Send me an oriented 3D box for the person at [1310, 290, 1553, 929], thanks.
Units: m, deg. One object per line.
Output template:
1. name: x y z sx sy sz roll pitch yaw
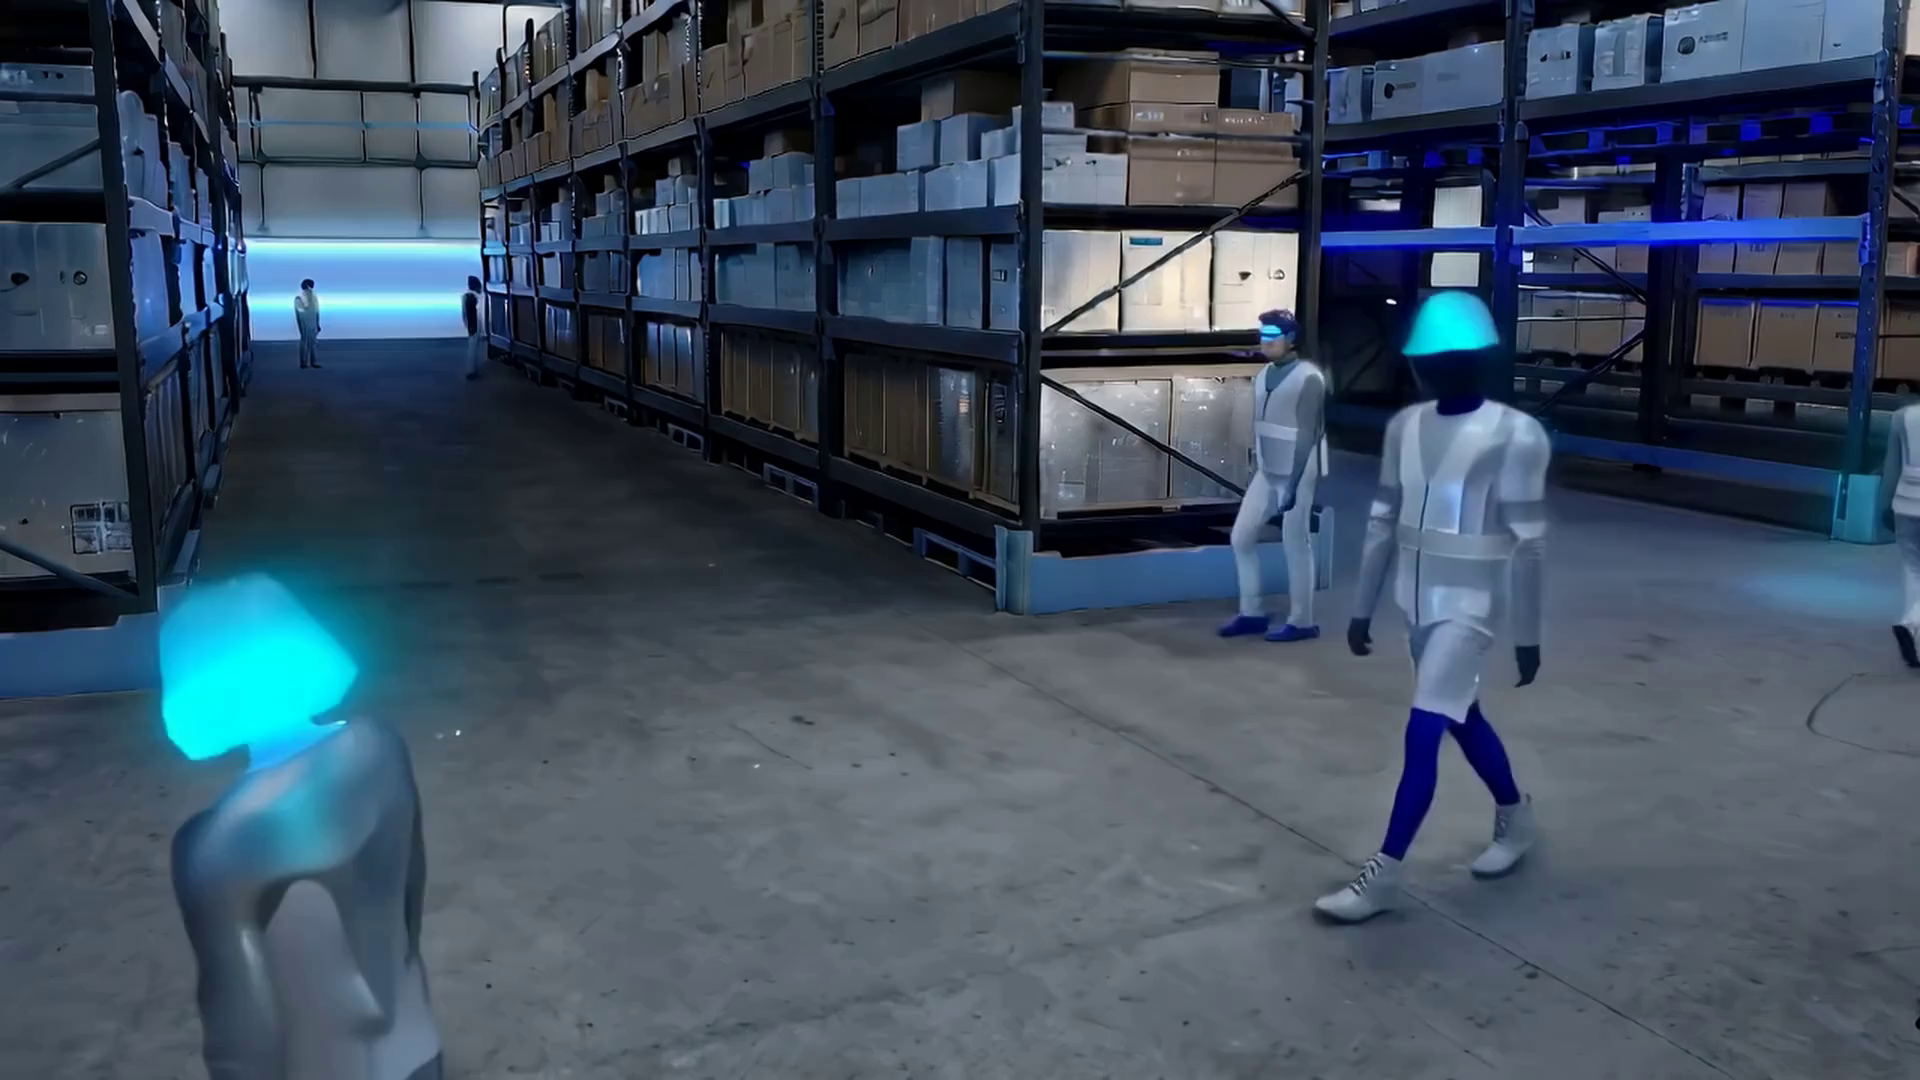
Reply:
1. person: 1.585 0.198 5.358 1.063 1.993 0.629 -5 11 -29

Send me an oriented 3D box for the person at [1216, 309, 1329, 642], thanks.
1. person: 1.681 -0.329 9.004 0.640 1.824 0.567 -4 10 -25

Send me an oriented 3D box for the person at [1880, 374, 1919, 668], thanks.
1. person: 4.889 -0.133 8.393 0.531 1.624 0.527 -6 11 -30

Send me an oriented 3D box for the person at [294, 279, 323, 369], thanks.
1. person: -12.689 -4.203 32.447 0.360 1.742 0.563 4 10 21

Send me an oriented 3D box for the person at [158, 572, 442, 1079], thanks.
1. person: -0.949 0.849 2.533 0.404 1.618 0.556 3 10 16

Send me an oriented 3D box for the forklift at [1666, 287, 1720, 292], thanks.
1. forklift: 12.070 -3.932 27.417 1.129 2.768 1.873 -2 10 -11

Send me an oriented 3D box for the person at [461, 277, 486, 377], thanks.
1. person: -8.849 -3.873 30.296 0.432 1.810 0.699 -1 10 -6
